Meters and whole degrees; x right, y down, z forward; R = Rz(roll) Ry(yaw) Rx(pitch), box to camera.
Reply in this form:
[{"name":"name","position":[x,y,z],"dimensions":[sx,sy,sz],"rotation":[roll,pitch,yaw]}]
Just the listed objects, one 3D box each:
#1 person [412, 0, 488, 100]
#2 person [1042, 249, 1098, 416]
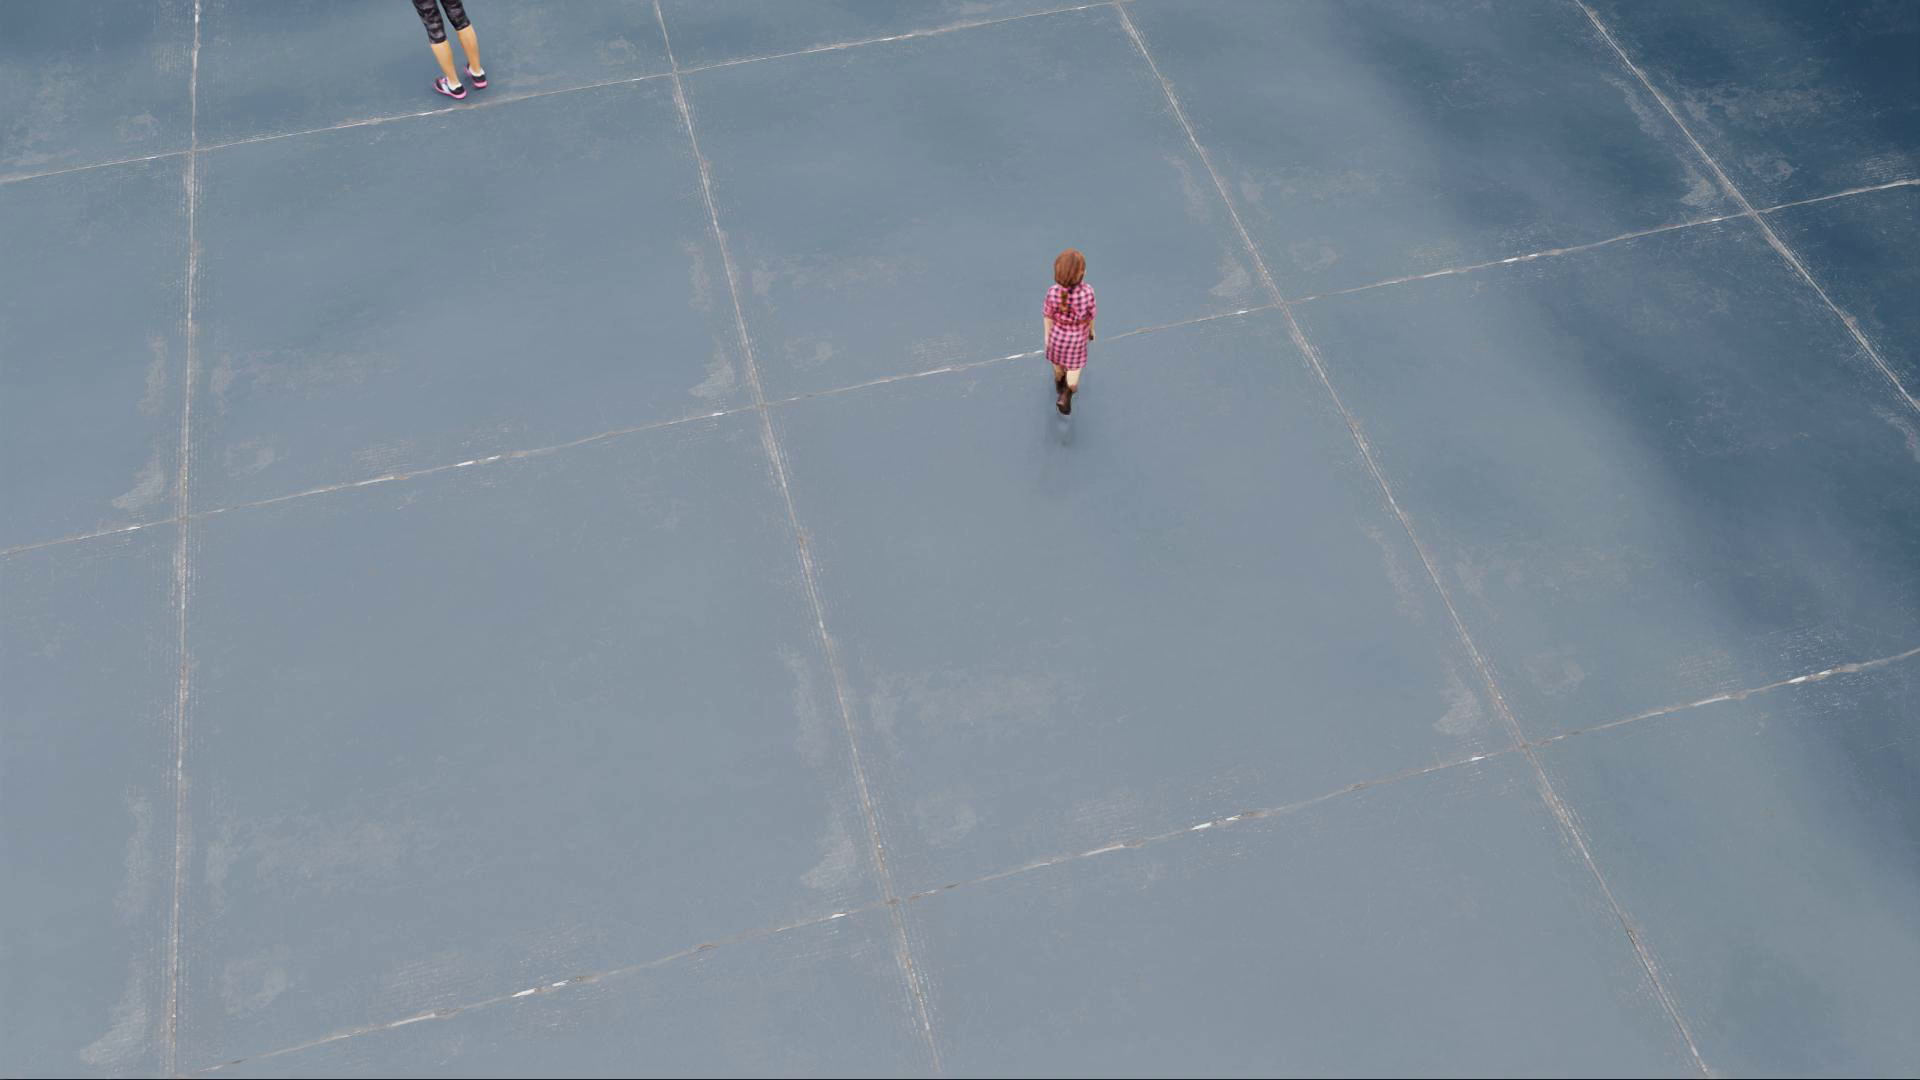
[{"name":"person","position":[-3.194,-3.441,9.970],"dimensions":[0.654,1.728,0.664],"rotation":[-34,60,-24]},{"name":"person","position":[0.559,-1.060,8.577],"dimensions":[0.550,1.016,0.686],"rotation":[4,52,3]}]
